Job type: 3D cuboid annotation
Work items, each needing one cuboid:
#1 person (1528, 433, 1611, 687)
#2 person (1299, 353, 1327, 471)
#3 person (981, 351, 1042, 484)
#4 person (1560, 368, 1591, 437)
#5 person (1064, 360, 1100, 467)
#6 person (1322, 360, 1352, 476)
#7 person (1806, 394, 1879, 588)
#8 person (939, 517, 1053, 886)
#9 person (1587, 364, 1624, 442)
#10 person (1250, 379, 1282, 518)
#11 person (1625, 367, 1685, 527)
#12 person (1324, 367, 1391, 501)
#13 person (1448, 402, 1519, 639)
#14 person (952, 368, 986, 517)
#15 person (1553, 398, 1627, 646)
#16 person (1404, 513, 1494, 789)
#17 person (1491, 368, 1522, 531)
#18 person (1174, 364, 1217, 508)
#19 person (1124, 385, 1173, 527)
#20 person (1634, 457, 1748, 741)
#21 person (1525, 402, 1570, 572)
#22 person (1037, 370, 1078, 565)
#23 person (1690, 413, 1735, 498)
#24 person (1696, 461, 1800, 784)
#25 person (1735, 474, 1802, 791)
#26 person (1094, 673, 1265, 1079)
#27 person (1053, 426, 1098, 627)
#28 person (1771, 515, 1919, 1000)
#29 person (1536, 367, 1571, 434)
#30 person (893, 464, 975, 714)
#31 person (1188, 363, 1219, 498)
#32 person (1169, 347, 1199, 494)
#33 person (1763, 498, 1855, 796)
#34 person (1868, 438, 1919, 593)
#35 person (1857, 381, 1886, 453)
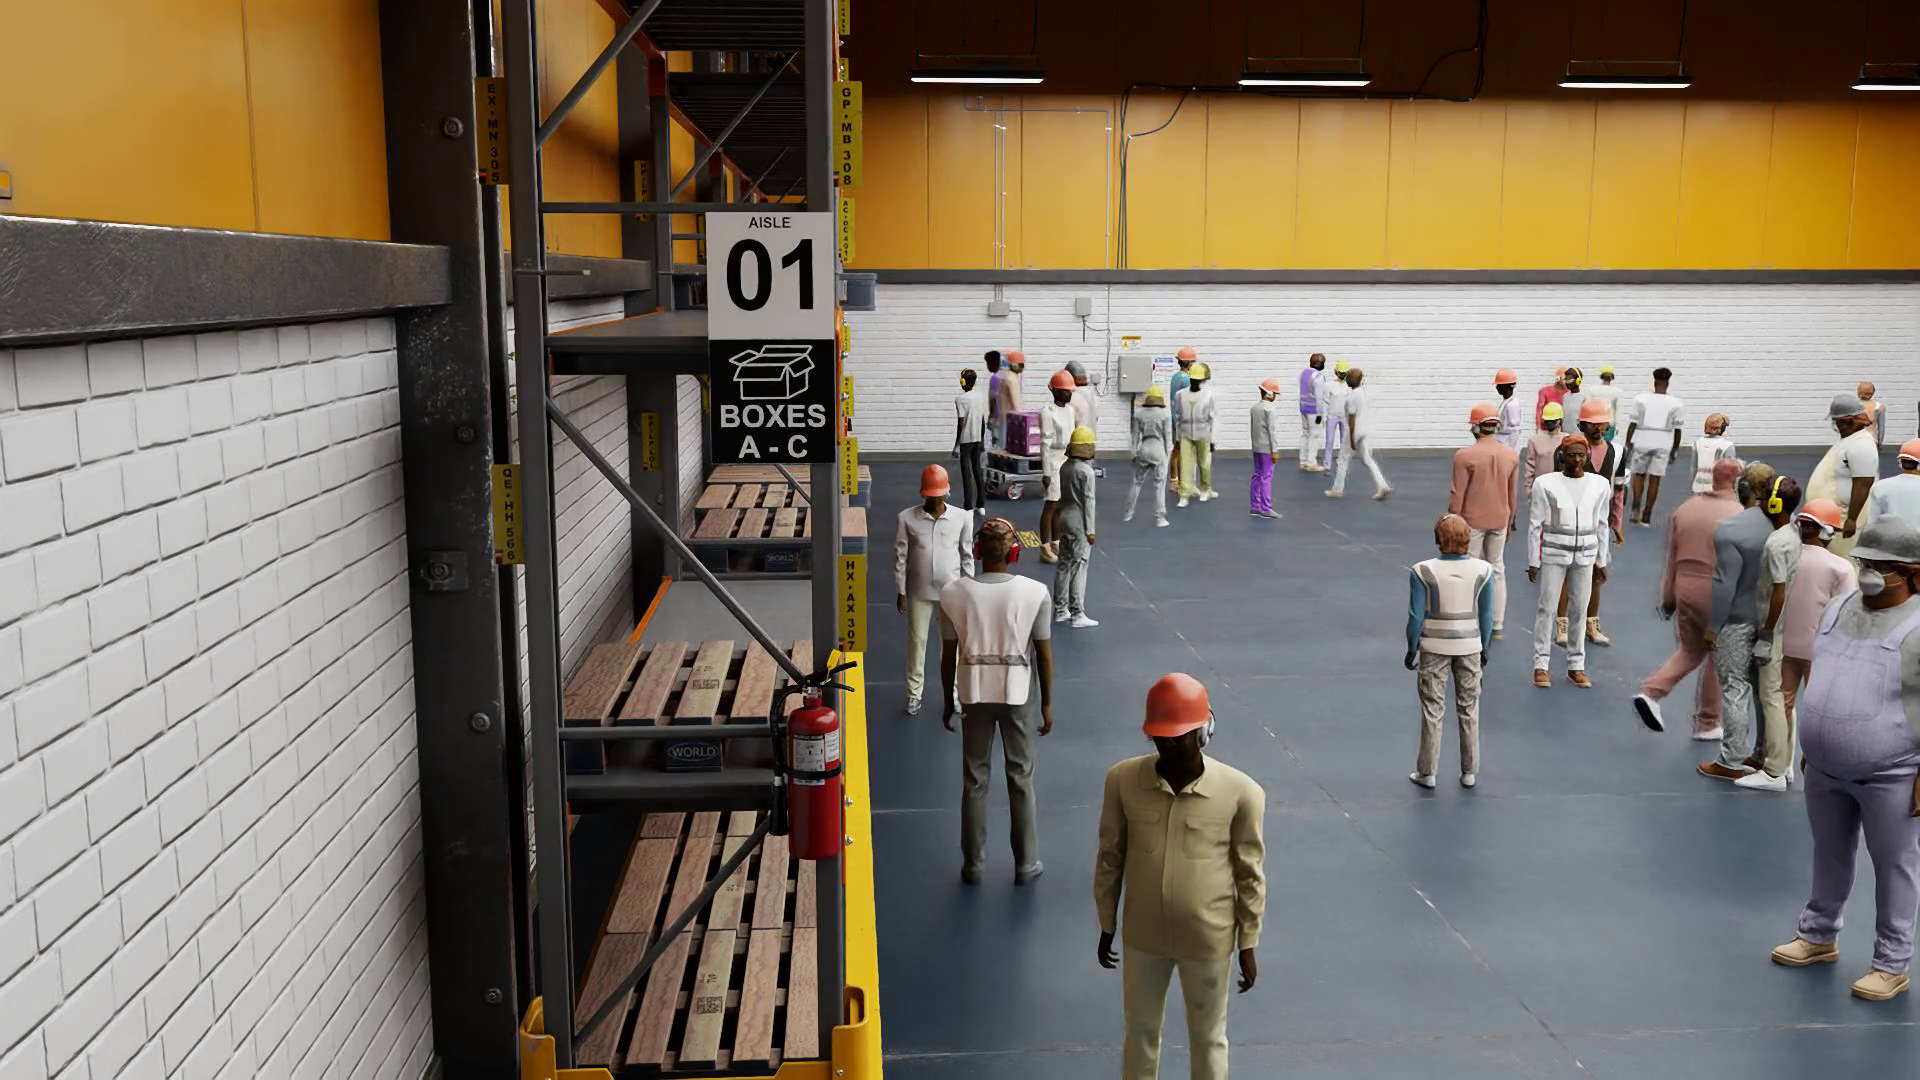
[{"bbox_3d":[4.478,0.153,12.248,0.584,1.882,0.345,0,9,2],"label":"person"},{"bbox_3d":[5.494,-1.986,25.841,0.430,1.835,0.665,-2,9,-13],"label":"person"},{"bbox_3d":[0.686,-1.753,24.023,0.996,1.953,0.637,0,9,-1],"label":"person"},{"bbox_3d":[7.826,-1.266,21.244,0.314,1.861,0.512,-4,10,-21],"label":"person"},{"bbox_3d":[1.342,-1.118,19.737,0.536,2.000,0.688,5,10,30],"label":"person"},{"bbox_3d":[5.734,-1.835,25.129,0.526,1.761,0.342,0,9,-1],"label":"person"},{"bbox_3d":[7.559,-0.250,14.285,0.535,2.000,0.684,3,10,20],"label":"person"},{"bbox_3d":[0.178,0.808,8.246,0.564,1.848,0.388,1,9,7],"label":"person"},{"bbox_3d":[9.478,-1.725,24.521,0.521,1.738,0.726,4,10,21],"label":"person"},{"bbox_3d":[3.850,-1.152,20.876,0.334,1.743,0.560,-3,10,-18],"label":"person"},{"bbox_3d":[8.376,-1.121,20.087,0.641,1.930,0.536,4,10,25],"label":"person"},{"bbox_3d":[5.405,-1.426,22.459,0.509,1.814,0.934,-8,12,-41],"label":"person"},{"bbox_3d":[4.341,-0.152,13.863,0.621,1.986,0.417,-3,9,-16],"label":"person"},{"bbox_3d":[0.115,-1.222,20.929,0.533,1.868,0.310,-9,13,-44],"label":"person"},{"bbox_3d":[5.140,-0.141,13.597,0.608,2.044,0.377,-1,9,-4],"label":"person"},{"bbox_3d":[2.883,0.662,9.813,0.514,1.642,0.310,0,9,-1],"label":"person"},{"bbox_3d":[6.483,-1.072,19.789,0.376,1.933,0.545,2,9,10],"label":"person"},{"bbox_3d":[3.132,-1.403,22.046,0.584,1.884,0.980,4,10,22],"label":"person"},{"bbox_3d":[2.303,-1.038,20.276,0.607,1.719,0.432,5,11,30],"label":"person"},{"bbox_3d":[4.785,0.398,10.780,0.624,1.875,0.651,-3,10,-20],"label":"person"},{"bbox_3d":[5.993,-0.523,16.892,0.518,1.756,0.342,6,11,32],"label":"person"},{"bbox_3d":[1.060,-0.766,17.522,0.391,2.040,0.615,6,11,31],"label":"person"},{"bbox_3d":[7.672,-0.477,16.998,0.312,1.634,0.514,-4,10,-24],"label":"person"},{"bbox_3d":[4.717,0.492,9.945,0.638,1.938,0.356,-3,10,-20],"label":"person"},{"bbox_3d":[4.807,0.546,9.825,0.317,1.870,0.523,8,12,40],"label":"person"},{"bbox_3d":[0.714,1.291,5.507,0.570,1.749,0.342,3,10,21],"label":"person"},{"bbox_3d":[1.032,-0.120,14.443,0.343,1.736,0.484,-5,10,-28],"label":"person"},{"bbox_3d":[3.827,0.903,7.048,0.537,2.000,0.682,-4,10,-23],"label":"person"},{"bbox_3d":[8.768,-1.706,24.547,0.569,1.692,0.934,2,9,10],"label":"person"},{"bbox_3d":[-0.179,0.340,11.505,0.565,1.742,0.338,-1,9,-4],"label":"person"},{"bbox_3d":[3.299,-1.485,22.648,0.334,1.846,0.513,-8,12,-43],"label":"person"},{"bbox_3d":[3.119,-1.658,23.115,0.386,2.045,0.605,-2,9,-12],"label":"person"},{"bbox_3d":[4.967,0.622,9.737,0.338,1.742,0.563,-6,11,-33],"label":"person"},{"bbox_3d":[7.485,0.072,13.159,0.327,1.752,0.563,-8,12,-43],"label":"person"},{"bbox_3d":[11.894,-1.269,21.938,0.515,1.641,0.315,5,10,28],"label":"person"}]
